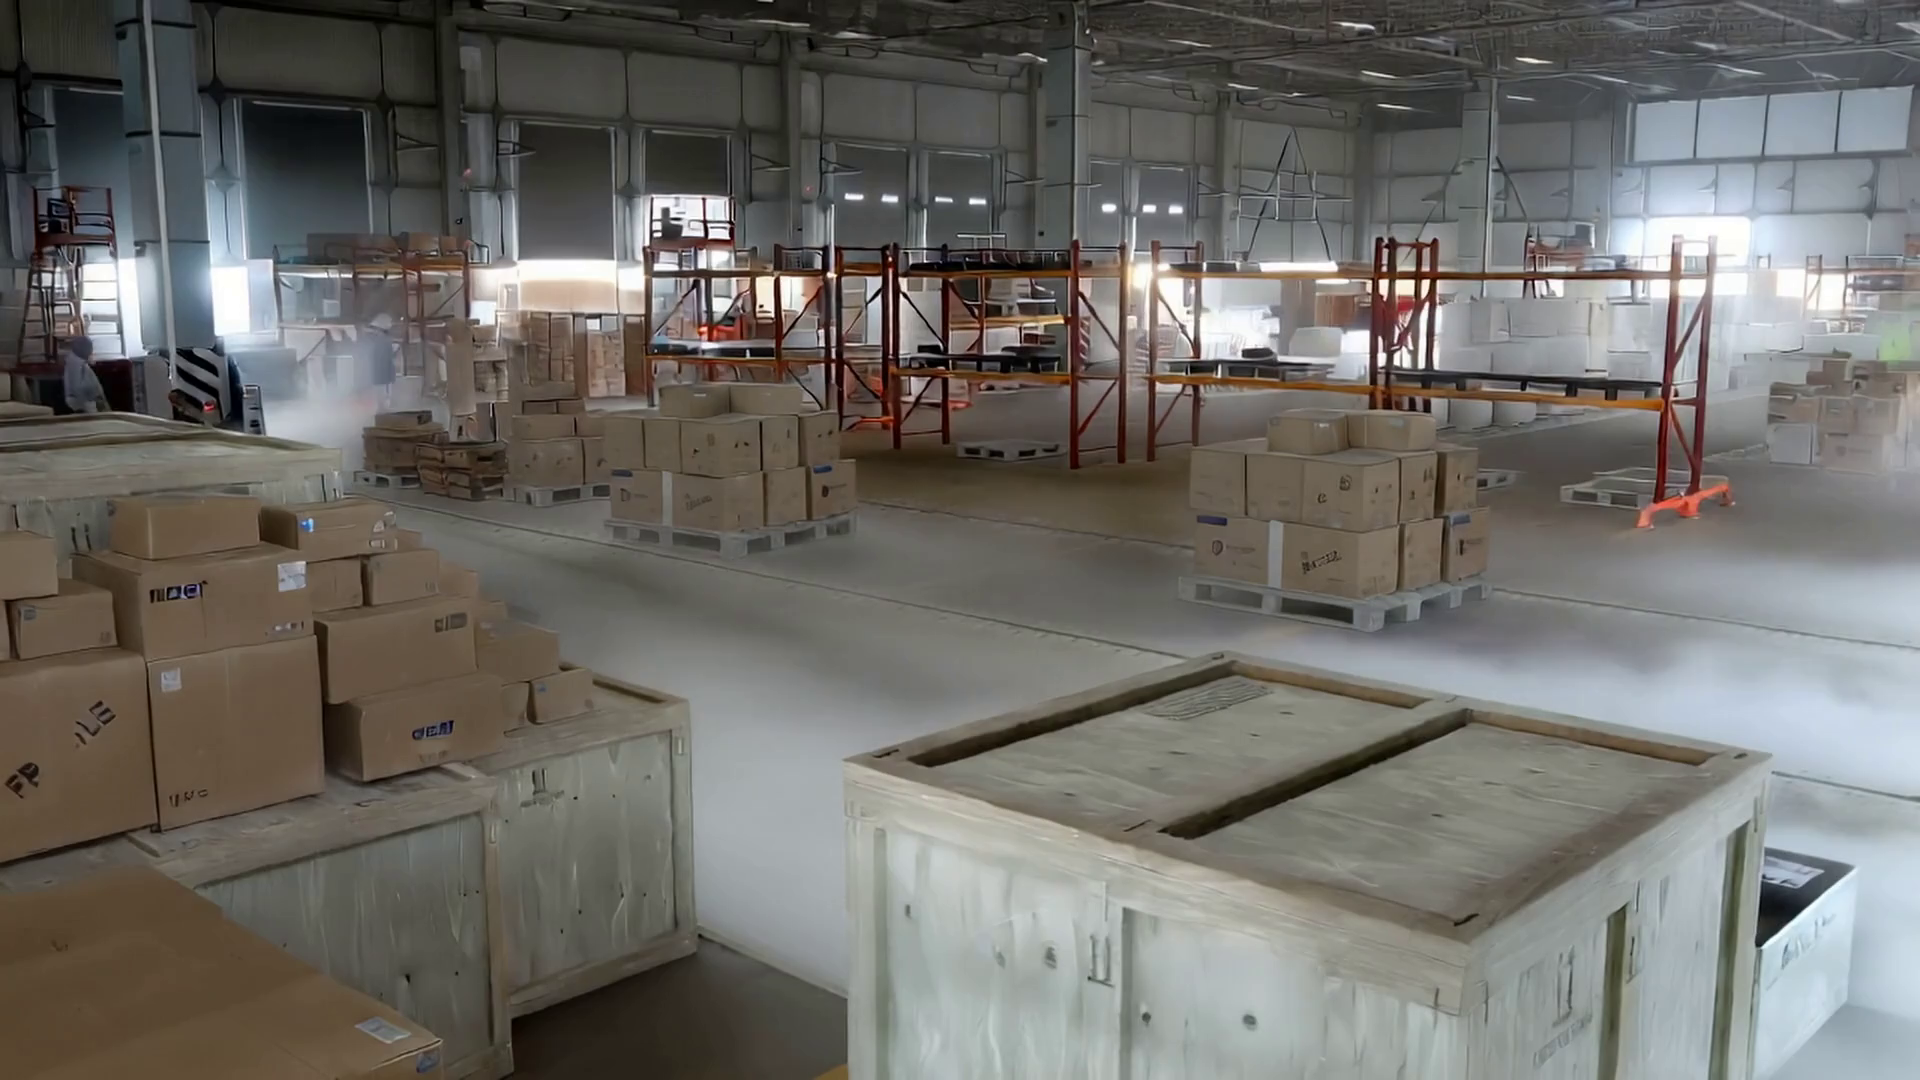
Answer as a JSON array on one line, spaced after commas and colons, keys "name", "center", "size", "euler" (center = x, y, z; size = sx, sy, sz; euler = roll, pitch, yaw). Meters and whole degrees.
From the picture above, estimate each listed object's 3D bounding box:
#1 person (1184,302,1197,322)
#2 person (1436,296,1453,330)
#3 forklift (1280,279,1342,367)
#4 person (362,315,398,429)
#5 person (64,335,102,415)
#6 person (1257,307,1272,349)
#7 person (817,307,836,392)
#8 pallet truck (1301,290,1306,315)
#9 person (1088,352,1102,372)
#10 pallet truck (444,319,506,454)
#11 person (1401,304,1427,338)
[{"name": "person", "center": [7.244, -6.640, 52.081], "size": [0.522, 1.621, 0.623], "euler": [-1, 9, -8]}, {"name": "person", "center": [13.661, -5.880, 46.584], "size": [0.634, 1.910, 0.927], "euler": [2, 9, 12]}, {"name": "forklift", "center": [9.145, -5.999, 44.327], "size": [1.873, 2.768, 1.129], "euler": [9, 13, 43]}, {"name": "person", "center": [-8.748, -2.396, 25.016], "size": [0.626, 1.975, 0.591], "euler": [7, 12, 38]}, {"name": "person", "center": [-11.504, -1.767, 21.694], "size": [0.940, 1.807, 0.634], "euler": [-4, 10, -23]}, {"name": "person", "center": [7.659, -4.931, 41.347], "size": [0.866, 1.697, 0.512], "euler": [2, 10, 13]}, {"name": "person", "center": [-2.895, -4.165, 36.208], "size": [0.583, 1.862, 0.755], "euler": [1, 9, 9]}, {"name": "pallet truck", "center": [11.297, -6.951, 52.861], "size": [1.885, 1.965, 0.823], "euler": [-5, 11, -29]}, {"name": "person", "center": [3.177, -5.238, 42.955], "size": [0.953, 1.793, 0.535], "euler": [0, 9, -1]}, {"name": "pallet truck", "center": [-6.981, -1.942, 22.150], "size": [1.885, 1.965, 0.823], "euler": [1, 9, 9]}, {"name": "person", "center": [10.902, -4.771, 39.863], "size": [0.639, 1.895, 1.041], "euler": [6, 11, 33]}]
